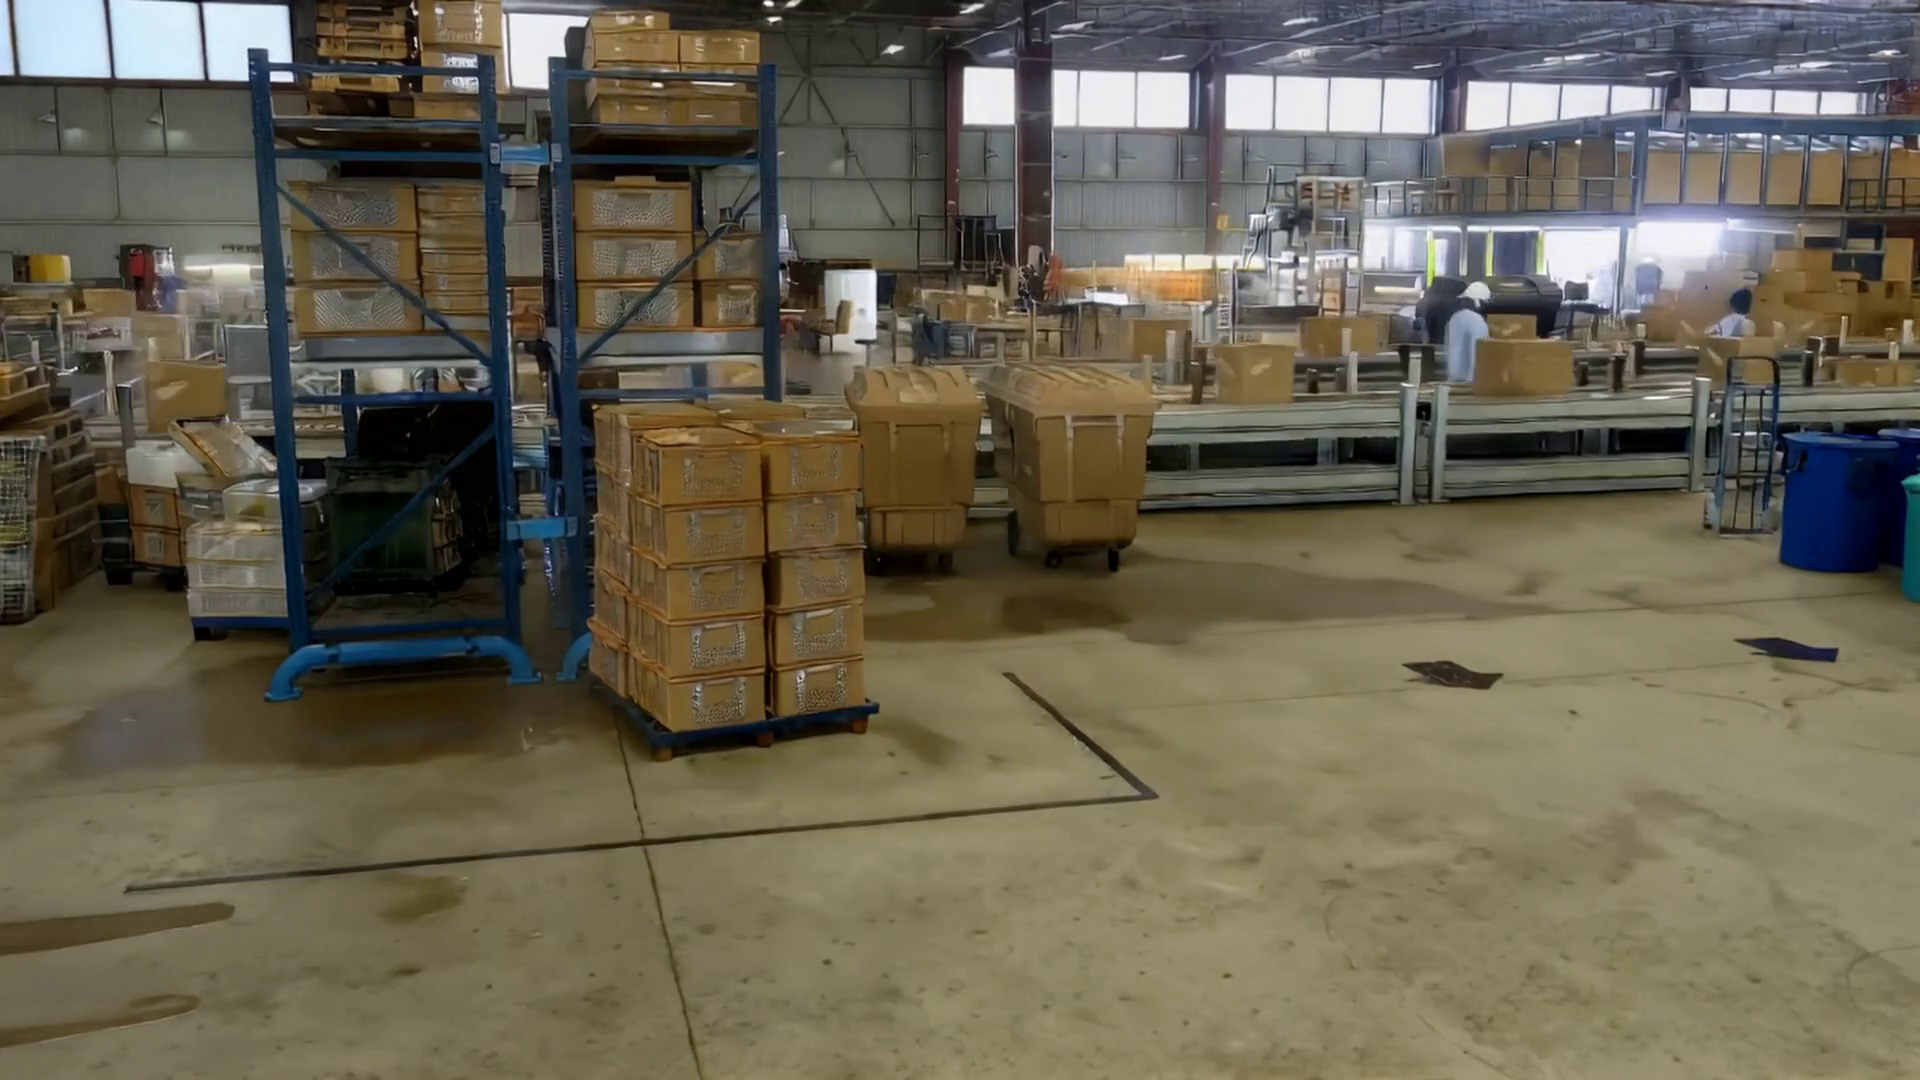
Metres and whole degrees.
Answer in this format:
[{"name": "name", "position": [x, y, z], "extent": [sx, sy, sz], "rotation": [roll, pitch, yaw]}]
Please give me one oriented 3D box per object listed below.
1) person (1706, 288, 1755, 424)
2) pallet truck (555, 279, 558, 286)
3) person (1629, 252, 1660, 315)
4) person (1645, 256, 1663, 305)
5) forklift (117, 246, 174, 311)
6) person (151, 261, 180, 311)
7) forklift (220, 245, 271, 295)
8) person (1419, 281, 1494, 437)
[{"name": "person", "position": [8.326, -1.883, 18.016], "extent": [0.472, 1.688, 0.543], "rotation": [-2, 10, -9]}, {"name": "pallet truck", "position": [-10.604, -6.375, 44.520], "extent": [0.653, 1.274, 1.630], "rotation": [-3, 10, -15]}, {"name": "person", "position": [17.077, -6.155, 41.387], "extent": [0.811, 1.986, 0.584], "rotation": [4, 11, 22]}, {"name": "person", "position": [19.599, -7.072, 46.932], "extent": [0.597, 1.838, 0.931], "rotation": [-1, 10, -5]}, {"name": "forklift", "position": [-19.966, -6.232, 40.894], "extent": [1.157, 1.987, 2.680], "rotation": [-3, 10, -15]}, {"name": "person", "position": [-17.165, -5.104, 35.917], "extent": [0.593, 1.789, 0.911], "rotation": [3, 11, 18]}, {"name": "forklift", "position": [-17.749, -6.334, 41.440], "extent": [1.157, 1.987, 2.680], "rotation": [-3, 10, -17]}, {"name": "person", "position": [4.965, -1.661, 16.447], "extent": [0.867, 1.797, 0.581], "rotation": [-3, 10, -16]}]
